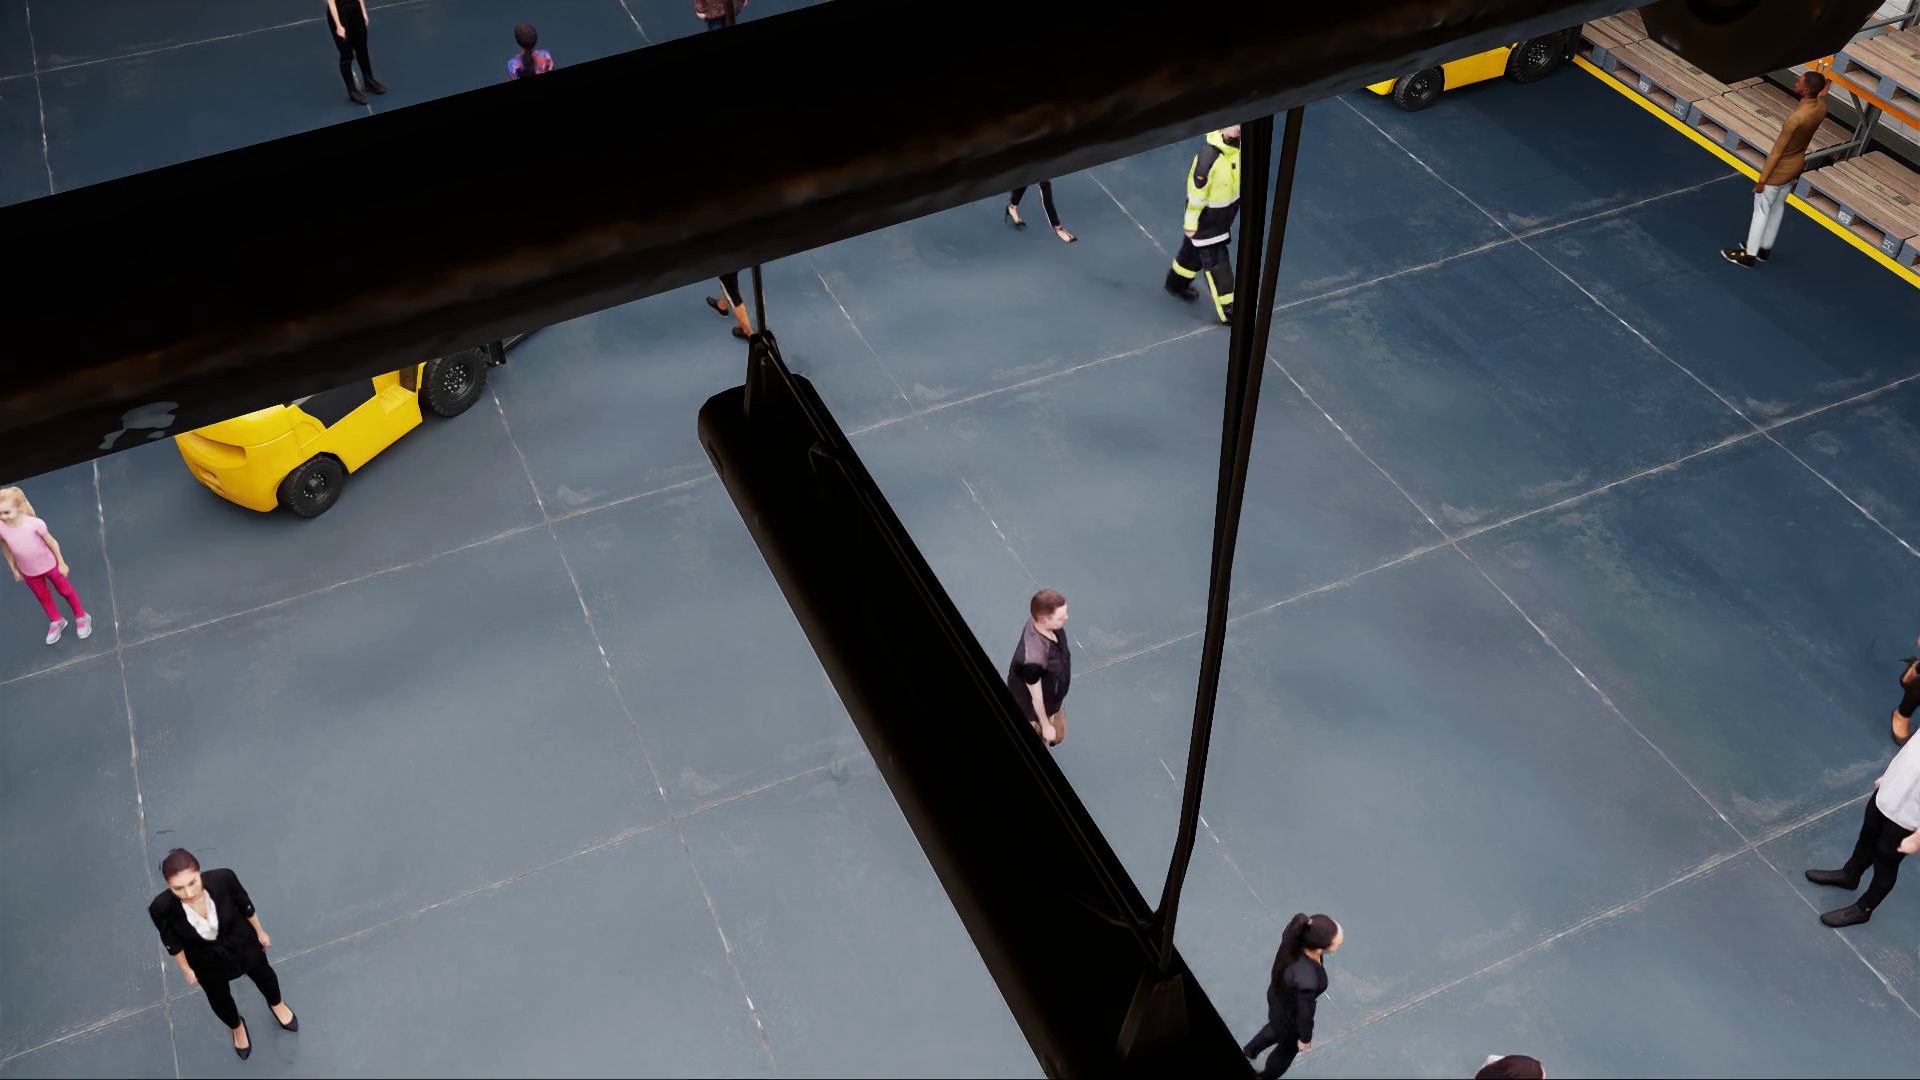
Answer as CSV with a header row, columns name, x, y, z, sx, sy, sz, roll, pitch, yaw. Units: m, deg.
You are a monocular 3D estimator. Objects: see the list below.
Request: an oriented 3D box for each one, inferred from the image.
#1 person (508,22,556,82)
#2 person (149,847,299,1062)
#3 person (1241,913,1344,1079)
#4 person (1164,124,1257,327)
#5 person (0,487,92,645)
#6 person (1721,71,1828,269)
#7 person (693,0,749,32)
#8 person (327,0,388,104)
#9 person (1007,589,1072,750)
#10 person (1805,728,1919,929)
name,x,y,z,sx,sy,sz,roll,pitch,yaw
person,-3.764,-3.806,14.953,0.669,1.724,0.988,-23,48,-22
person,-3.876,2.145,8.752,0.641,1.660,0.600,-26,50,-25
person,1.605,2.395,8.465,0.790,1.696,0.730,-2,44,-2
person,2.000,-2.722,13.661,1.342,1.938,1.160,26,49,25
person,-6.166,0.154,11.125,0.536,1.271,0.550,-8,44,-8
person,7.036,-3.159,14.207,0.669,1.816,0.606,-26,49,-25
person,-2.436,-5.357,16.498,0.853,1.839,0.822,-33,52,-30
person,-6.047,-5.147,16.389,0.703,1.685,0.667,22,48,22
person,0.362,0.934,9.906,0.969,1.824,0.909,13,45,13
person,5.285,1.496,9.287,0.806,1.863,0.676,3,44,4
